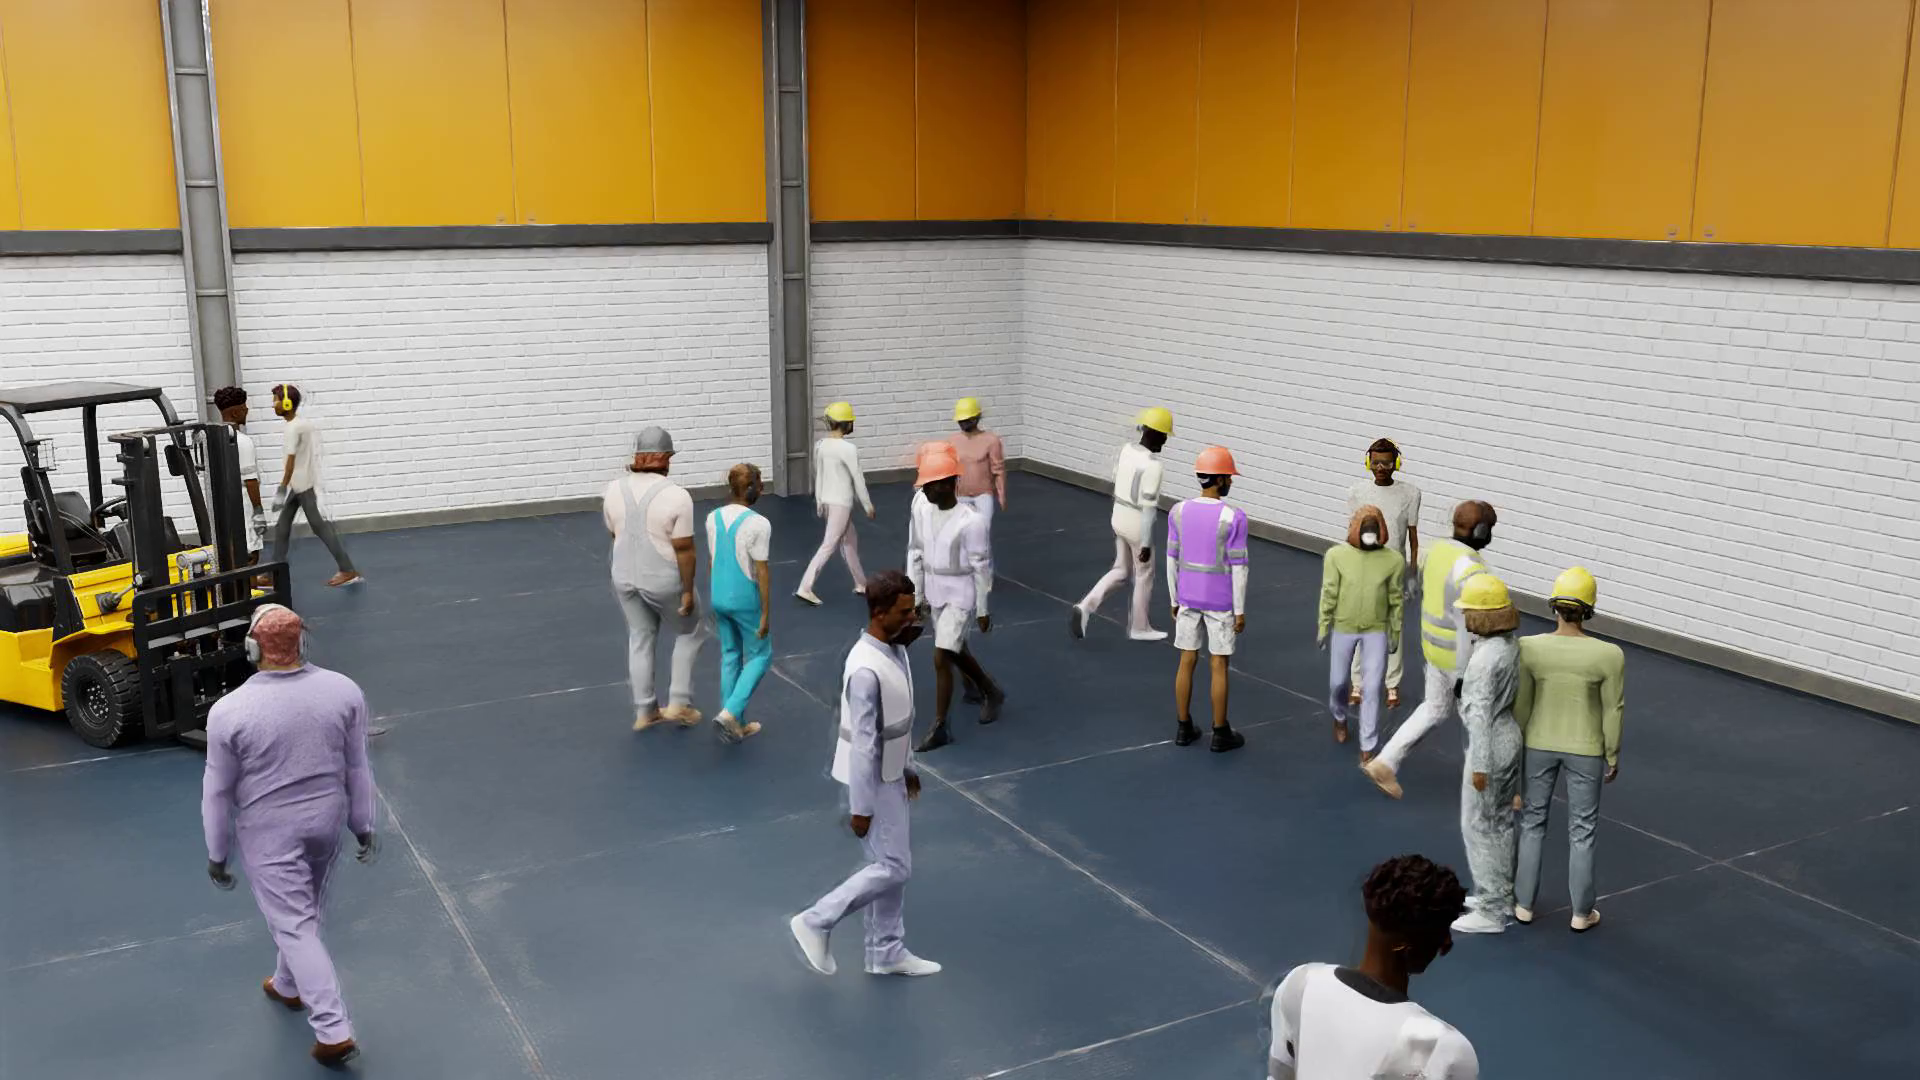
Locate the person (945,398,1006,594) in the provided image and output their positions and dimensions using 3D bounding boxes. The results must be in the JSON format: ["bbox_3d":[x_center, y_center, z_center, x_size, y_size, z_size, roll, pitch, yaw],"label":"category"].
[{"bbox_3d":[0.120,-0.373,14.425,0.554,1.738,0.486,5,13,20],"label":"person"}]

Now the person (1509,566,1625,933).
[{"bbox_3d":[2.877,0.997,7.935,0.523,1.769,0.317,6,13,25],"label":"person"}]

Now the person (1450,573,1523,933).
[{"bbox_3d":[2.535,1.003,7.990,0.370,1.732,0.585,8,14,32],"label":"person"}]

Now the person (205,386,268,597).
[{"bbox_3d":[-5.784,-0.259,13.351,0.607,1.966,0.367,8,14,33],"label":"person"}]

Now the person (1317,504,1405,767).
[{"bbox_3d":[2.480,0.562,10.326,0.528,1.612,0.658,2,12,10],"label":"person"}]

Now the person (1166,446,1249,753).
[{"bbox_3d":[1.565,0.370,10.479,0.547,1.934,0.376,9,15,35],"label":"person"}]

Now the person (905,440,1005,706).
[{"bbox_3d":[-0.229,0.232,11.289,0.992,1.878,0.582,2,12,11],"label":"person"}]

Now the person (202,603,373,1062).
[{"bbox_3d":[-2.760,1.181,6.859,0.971,1.866,0.654,10,16,40],"label":"person"}]

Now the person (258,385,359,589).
[{"bbox_3d":[-5.831,-0.456,14.630,0.972,1.823,0.537,-5,13,-23],"label":"person"}]

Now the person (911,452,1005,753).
[{"bbox_3d":[-0.014,0.352,10.699,0.926,1.893,0.553,-12,17,-43],"label":"person"}]

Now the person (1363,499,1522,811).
[{"bbox_3d":[2.785,0.656,9.446,0.807,1.810,0.623,-2,12,-9],"label":"person"}]

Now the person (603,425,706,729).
[{"bbox_3d":[-1.972,0.231,10.878,0.684,2.000,0.540,5,13,22],"label":"person"}]

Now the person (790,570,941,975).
[{"bbox_3d":[-0.406,1.053,7.380,0.558,1.899,0.595,1,12,6],"label":"person"}]

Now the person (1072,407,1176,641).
[{"bbox_3d":[1.263,-0.093,12.764,0.772,1.876,0.667,-5,13,-22],"label":"person"}]

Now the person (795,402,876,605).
[{"bbox_3d":[-1.063,-0.320,14.218,0.915,1.723,0.536,-7,14,-31],"label":"person"}]

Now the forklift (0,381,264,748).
[{"bbox_3d":[-5.853,0.085,11.199,2.313,2.155,1.214,7,14,28],"label":"forklift"}]

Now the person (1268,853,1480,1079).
[{"bbox_3d":[1.090,1.710,4.294,1.029,1.896,0.593,-6,13,-26],"label":"person"}]

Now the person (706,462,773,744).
[{"bbox_3d":[-1.416,0.422,10.489,0.538,1.827,0.483,7,14,30],"label":"person"}]

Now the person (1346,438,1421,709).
[{"bbox_3d":[2.871,0.224,11.343,0.505,1.864,0.330,4,13,19],"label":"person"}]
